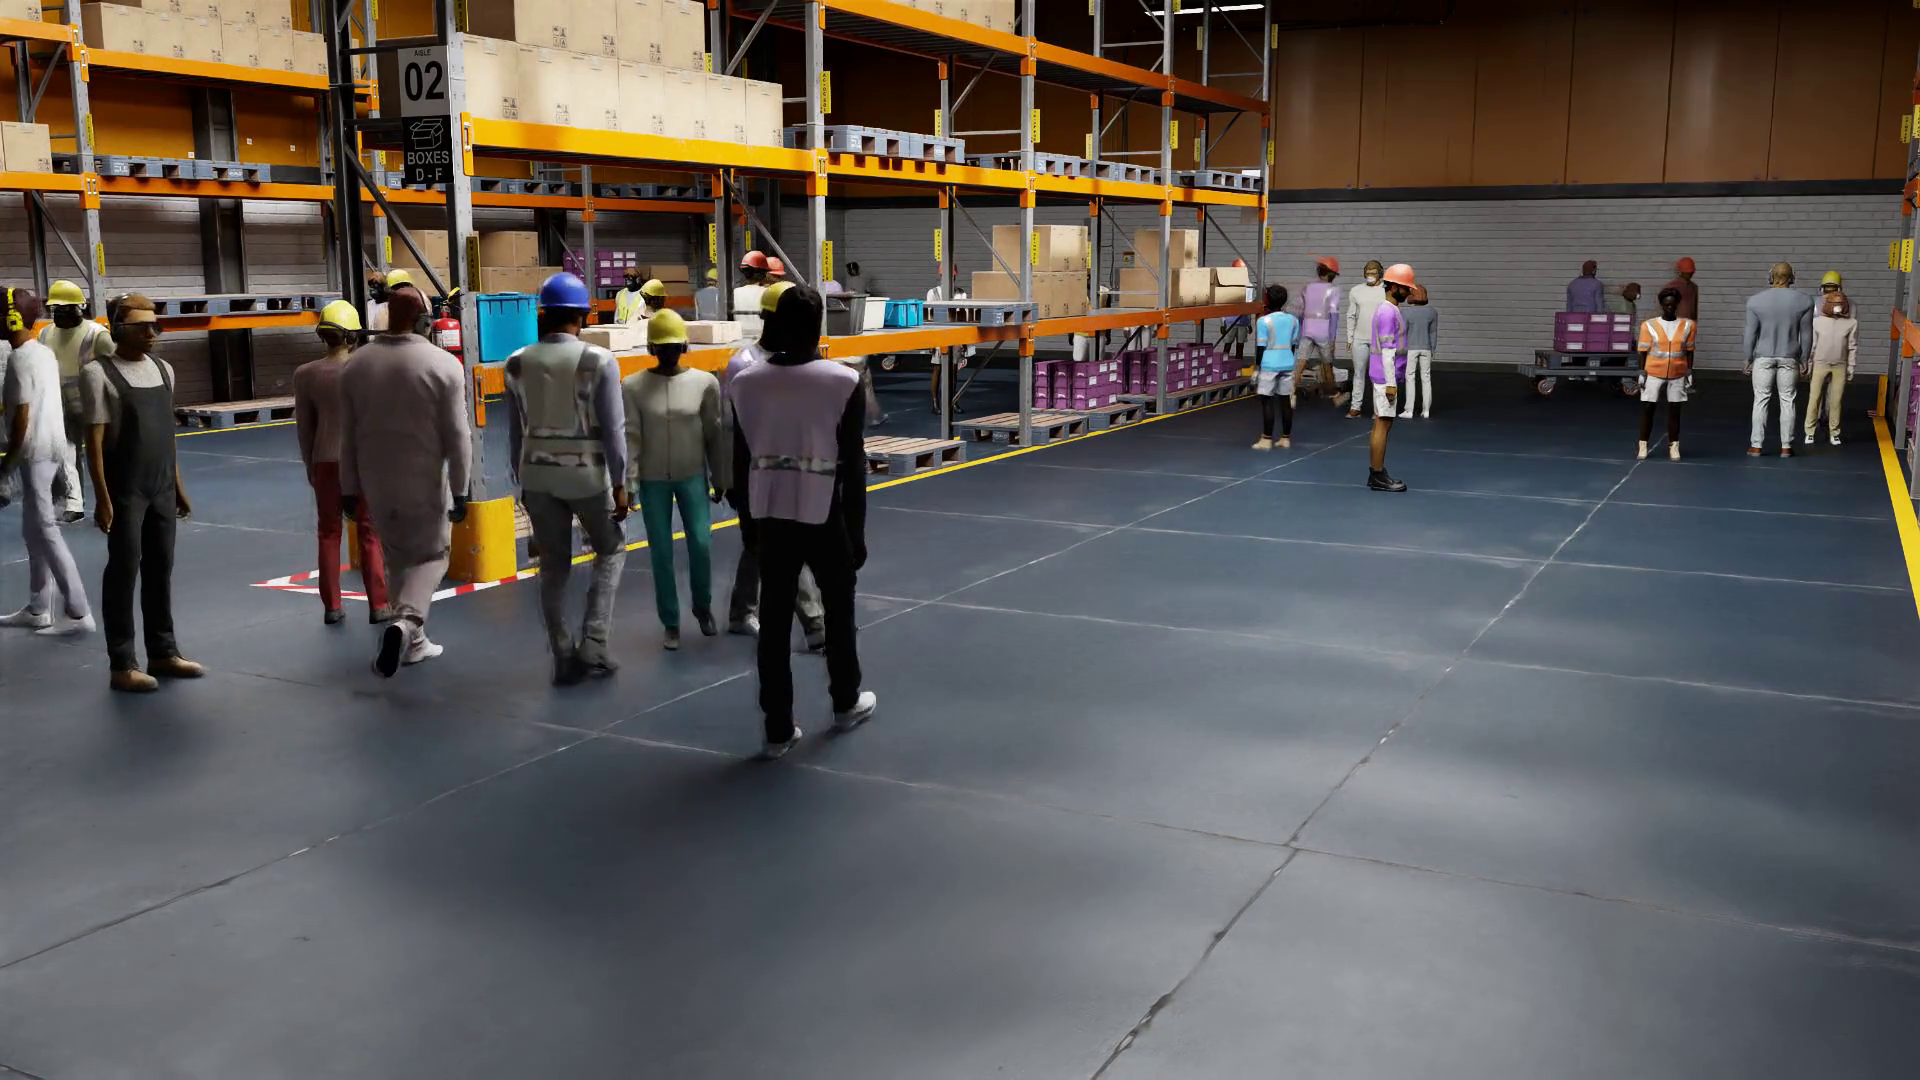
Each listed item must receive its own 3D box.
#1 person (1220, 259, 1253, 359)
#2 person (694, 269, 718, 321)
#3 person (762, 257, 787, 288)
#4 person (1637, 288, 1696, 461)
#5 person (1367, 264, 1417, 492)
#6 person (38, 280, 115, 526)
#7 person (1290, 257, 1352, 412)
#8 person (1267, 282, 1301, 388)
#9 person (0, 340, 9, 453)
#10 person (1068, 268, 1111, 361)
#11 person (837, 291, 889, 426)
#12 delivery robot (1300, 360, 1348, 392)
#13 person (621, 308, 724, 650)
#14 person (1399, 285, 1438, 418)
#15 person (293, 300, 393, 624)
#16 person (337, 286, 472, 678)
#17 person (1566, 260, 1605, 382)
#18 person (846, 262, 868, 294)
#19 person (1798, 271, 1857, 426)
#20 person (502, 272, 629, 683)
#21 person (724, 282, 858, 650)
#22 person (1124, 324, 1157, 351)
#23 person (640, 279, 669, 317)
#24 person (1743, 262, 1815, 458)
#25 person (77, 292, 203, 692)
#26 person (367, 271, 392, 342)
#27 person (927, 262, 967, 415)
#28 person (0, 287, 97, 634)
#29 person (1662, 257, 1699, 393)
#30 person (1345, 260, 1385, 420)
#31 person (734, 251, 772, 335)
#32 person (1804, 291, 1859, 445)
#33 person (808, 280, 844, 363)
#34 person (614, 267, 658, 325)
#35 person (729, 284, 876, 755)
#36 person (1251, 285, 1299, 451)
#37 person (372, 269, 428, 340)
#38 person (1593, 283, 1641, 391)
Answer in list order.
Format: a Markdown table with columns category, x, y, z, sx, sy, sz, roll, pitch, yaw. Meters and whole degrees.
| category | x | y | z | sx | sy | sz | roll | pitch | yaw |
| --- | --- | --- | --- | --- | --- | --- | --- | --- | --- |
| person | 4.271 | -3.357 | 25.637 | 0.549 | 1.926 | 0.382 | -3 | 10 | -17 |
| person | -3.694 | -3.174 | 24.994 | 0.605 | 1.784 | 0.923 | 3 | 10 | 16 |
| person | -2.043 | -2.121 | 18.343 | 0.545 | 1.978 | 0.660 | 8 | 12 | 38 |
| person | 6.882 | -1.613 | 16.241 | 0.537 | 1.690 | 0.322 | 2 | 10 | 12 |
| person | 3.675 | -1.378 | 14.182 | 0.369 | 1.929 | 0.542 | 2 | 10 | 10 |
| person | -6.529 | -1.001 | 12.314 | 0.591 | 1.823 | 0.405 | 1 | 10 | 8 |
| person | 4.584 | -2.623 | 21.280 | 0.693 | 1.952 | 1.133 | 10 | 14 | 44 |
| person | 4.865 | -3.068 | 24.947 | 0.836 | 1.587 | 0.533 | 4 | 10 | 20 |
| person | -8.018 | -1.191 | 13.711 | 0.494 | 1.712 | 0.796 | 3 | 10 | 17 |
| person | 1.784 | -2.847 | 22.963 | 0.625 | 1.836 | 0.429 | -1 | 10 | -4 |
| person | -1.208 | -2.063 | 19.144 | 0.518 | 1.576 | 0.926 | 8 | 12 | 37 |
| delivery robot | 5.002 | -2.237 | 22.849 | 0.707 | 0.478 | 0.477 | -8 | 12 | -38 |
| person | -1.457 | -0.297 | 8.450 | 0.524 | 1.747 | 0.395 | -2 | 10 | -10 |
| person | 5.602 | -2.308 | 20.411 | 0.501 | 1.633 | 0.282 | -2 | 10 | -9 |
| person | -3.336 | -0.414 | 9.069 | 0.524 | 1.769 | 0.308 | 0 | 10 | 1 |
| person | -2.665 | -0.266 | 7.925 | 0.665 | 1.876 | 0.747 | 2 | 10 | 11 |
| person | 9.861 | -3.437 | 26.165 | 0.407 | 1.904 | 0.655 | -6 | 12 | -32 |
| person | -1.995 | -4.494 | 32.482 | 0.609 | 1.842 | 0.371 | -8 | 13 | -39 |
| person | 10.202 | -2.254 | 19.595 | 0.626 | 1.800 | 0.805 | 5 | 11 | 27 |
| person | -1.837 | -0.291 | 7.880 | 0.630 | 1.927 | 0.480 | 2 | 10 | 13 |
| person | -0.870 | -0.373 | 8.546 | 0.950 | 1.870 | 0.581 | 5 | 11 | 25 |
| person | 2.693 | -3.187 | 24.817 | 0.568 | 1.878 | 0.351 | -3 | 10 | -19 |
| person | -2.951 | -1.625 | 16.081 | 0.533 | 1.766 | 0.326 | 8 | 13 | 39 |
| person | 8.096 | -1.780 | 16.496 | 0.627 | 1.934 | 0.371 | 4 | 11 | 23 |
| person | -3.825 | -0.227 | 7.757 | 0.328 | 1.842 | 0.515 | 3 | 10 | 19 |
| person | -5.611 | -1.690 | 16.238 | 0.626 | 1.844 | 0.429 | 5 | 11 | 25 |
| person | -0.144 | -2.531 | 20.829 | 0.551 | 1.934 | 0.373 | -5 | 11 | -28 |
| person | -4.938 | -0.392 | 8.810 | 0.615 | 1.852 | 0.558 | -3 | 10 | -15 |
| person | 10.388 | -3.088 | 23.961 | 0.664 | 1.963 | 0.477 | -5 | 11 | -26 |
| person | 4.992 | -2.427 | 20.228 | 0.630 | 1.938 | 0.372 | 5 | 11 | 29 |
| person | -1.989 | -1.775 | 16.151 | 0.609 | 2.040 | 0.394 | 3 | 10 | 18 |
| person | 9.197 | -1.811 | 17.574 | 0.502 | 1.628 | 0.288 | 3 | 10 | 15 |
| person | -1.890 | -2.912 | 23.048 | 0.627 | 1.934 | 0.370 | 7 | 12 | 34 |
| person | -4.102 | -2.522 | 21.055 | 0.625 | 1.843 | 0.430 | 4 | 11 | 22 |
| person | -0.625 | -0.103 | 6.916 | 0.610 | 1.886 | 0.844 | 3 | 10 | 14 |
| person | 3.230 | -1.756 | 17.036 | 0.537 | 1.697 | 0.320 | -5 | 11 | -28 |
| person | -4.741 | -1.351 | 14.148 | 0.602 | 1.880 | 0.582 | 3 | 10 | 18 |
| person | 9.753 | -2.984 | 24.441 | 0.482 | 1.590 | 0.814 | -9 | 13 | -43 |
